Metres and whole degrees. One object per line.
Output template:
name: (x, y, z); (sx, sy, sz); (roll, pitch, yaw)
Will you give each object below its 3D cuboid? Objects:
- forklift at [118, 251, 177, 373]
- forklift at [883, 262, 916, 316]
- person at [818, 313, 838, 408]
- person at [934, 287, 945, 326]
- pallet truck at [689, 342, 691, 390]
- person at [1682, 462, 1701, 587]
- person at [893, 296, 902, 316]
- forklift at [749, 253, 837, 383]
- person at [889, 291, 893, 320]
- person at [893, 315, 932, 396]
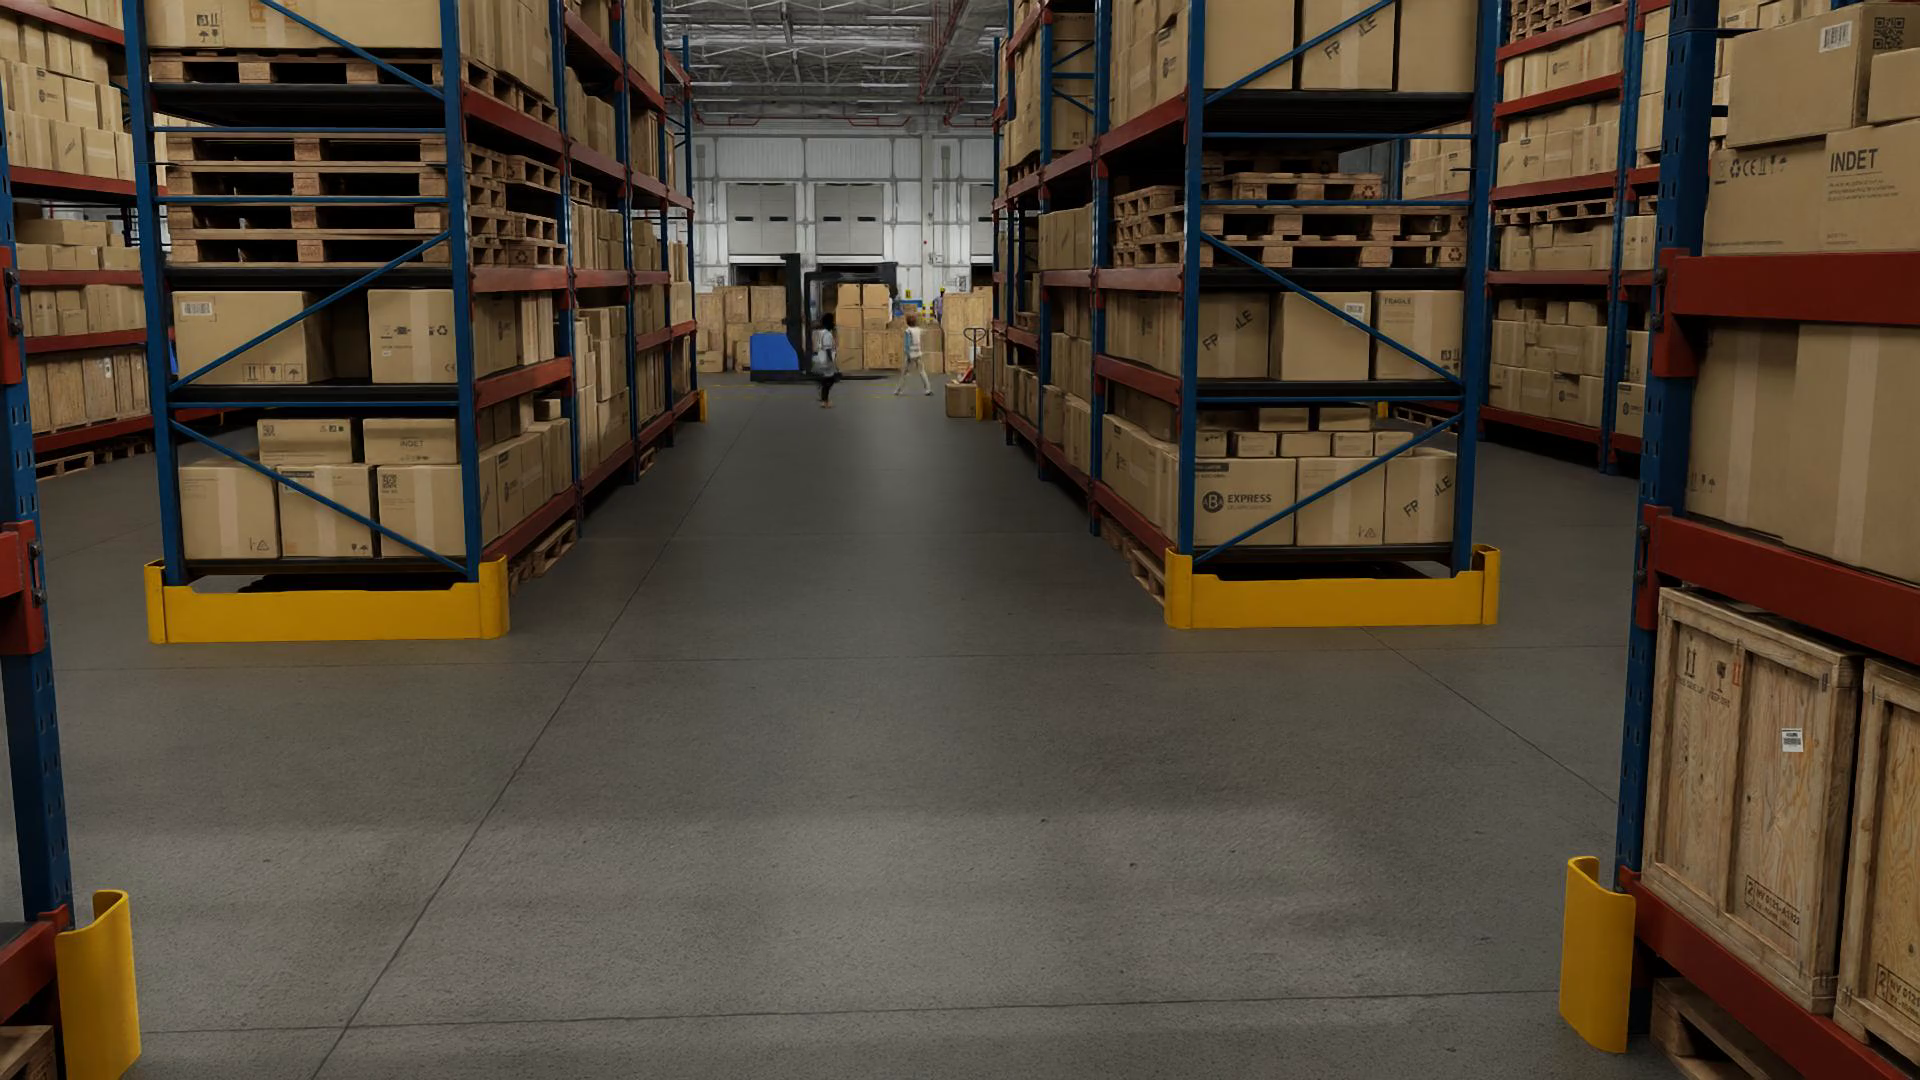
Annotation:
forklift: (-15.767, -4.185, 32.108); (1.129, 2.768, 1.873); (-1, 9, -4)
forklift: (-2.427, -8.331, 58.140); (1.873, 2.768, 1.129); (-3, 9, -16)
person: (-2.320, -3.171, 29.481); (0.404, 1.678, 0.558); (-2, 9, -9)
person: (-0.650, -8.312, 60.996); (0.587, 1.930, 0.360); (-1, 9, -6)
pallet truck: (-5.225, -3.008, 27.480); (1.885, 1.965, 0.823); (2, 9, 14)
person: (2.703, 0.553, 5.987); (0.716, 1.716, 0.483); (-1, 9, -4)
person: (-2.318, -7.829, 57.977); (0.636, 1.931, 0.377); (3, 10, 19)
forklift: (-3.635, -4.830, 36.161); (1.873, 2.768, 1.129); (-1, 9, -4)
person: (-2.424, -7.288, 54.539); (0.365, 1.939, 0.636); (8, 12, 40)
person: (-0.900, -3.616, 32.572); (0.872, 1.592, 0.519); (8, 12, 40)
